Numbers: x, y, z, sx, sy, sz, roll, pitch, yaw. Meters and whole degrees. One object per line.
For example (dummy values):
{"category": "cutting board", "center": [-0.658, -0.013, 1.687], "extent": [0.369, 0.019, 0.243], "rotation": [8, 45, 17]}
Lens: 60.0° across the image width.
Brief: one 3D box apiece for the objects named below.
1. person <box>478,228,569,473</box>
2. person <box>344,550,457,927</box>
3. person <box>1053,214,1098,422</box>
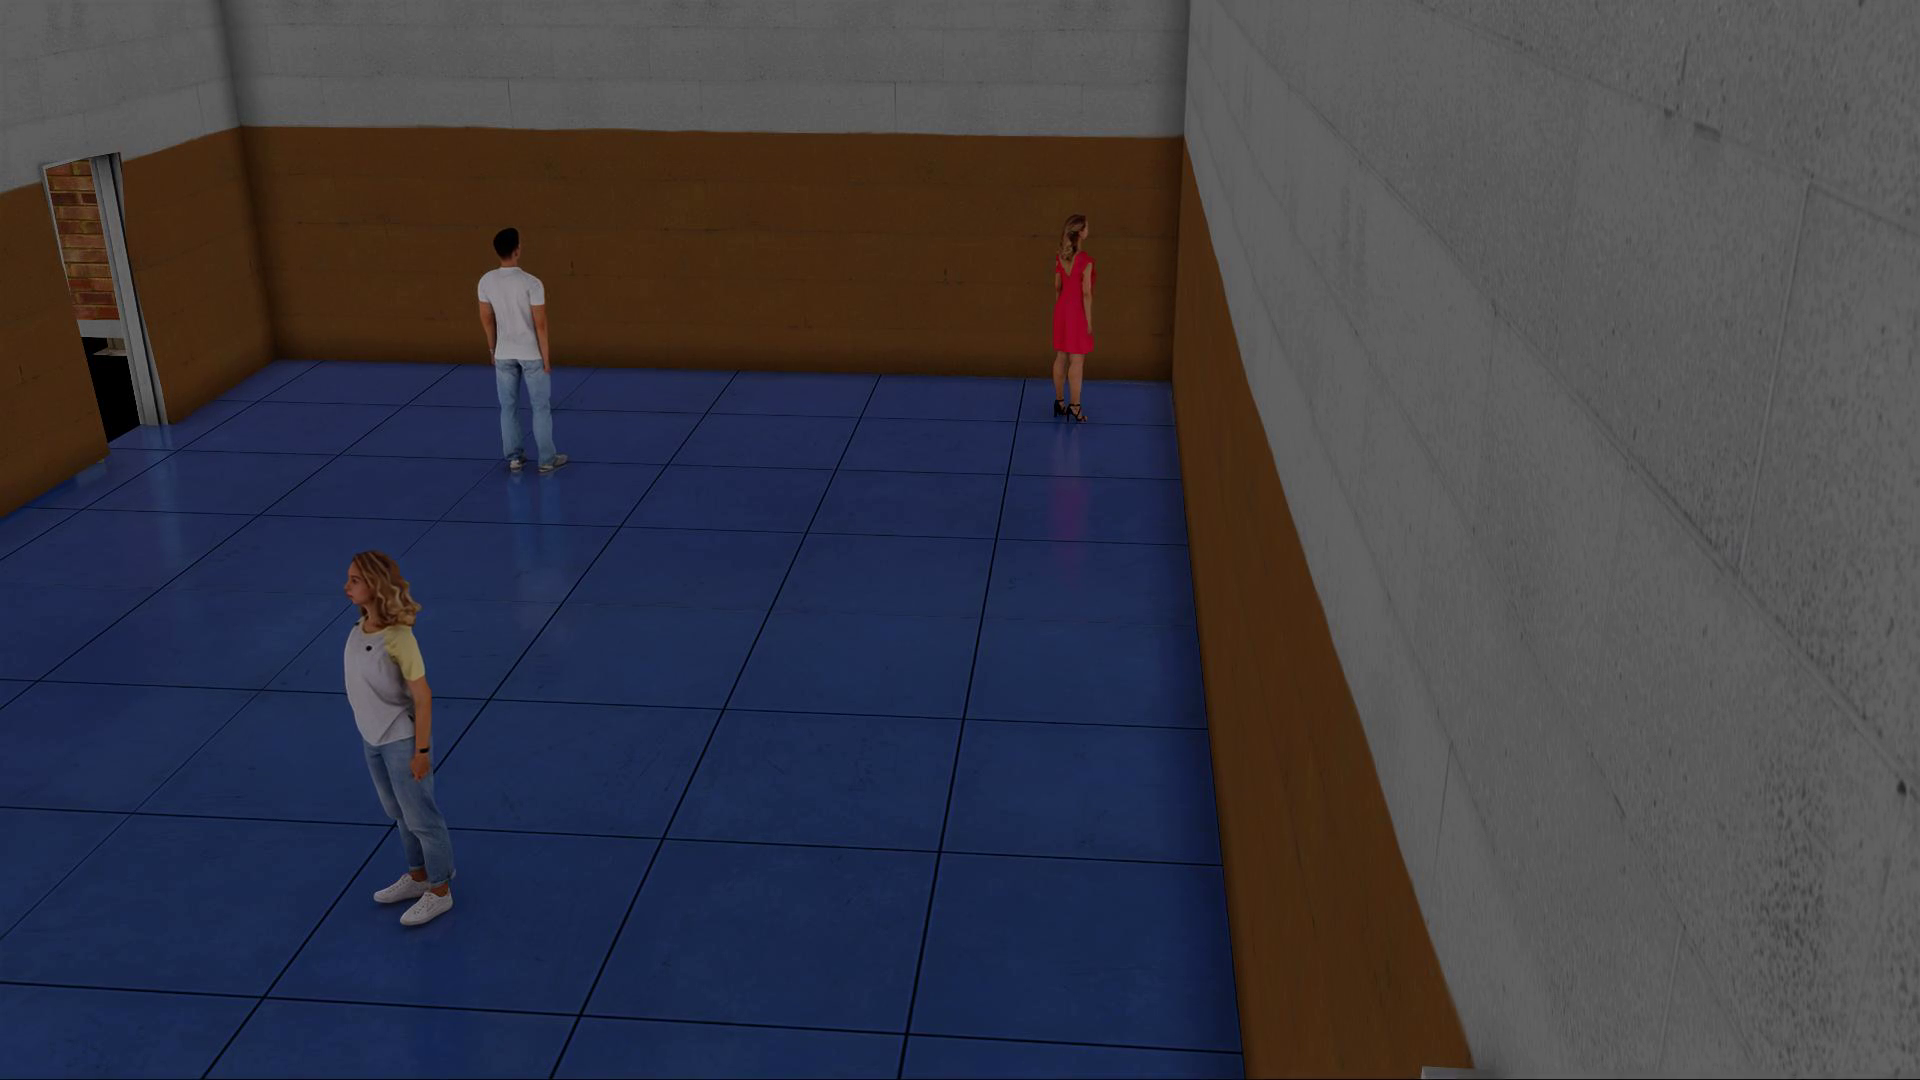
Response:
{"category": "person", "center": [-3.336, -1.427, 12.589], "extent": [0.528, 1.866, 0.749], "rotation": [4, 22, 10]}
{"category": "person", "center": [-2.398, 0.843, 7.113], "extent": [0.766, 1.722, 0.689], "rotation": [-20, 29, -40]}
{"category": "person", "center": [0.932, -1.853, 13.836], "extent": [0.710, 1.728, 0.662], "rotation": [-14, 26, -32]}
